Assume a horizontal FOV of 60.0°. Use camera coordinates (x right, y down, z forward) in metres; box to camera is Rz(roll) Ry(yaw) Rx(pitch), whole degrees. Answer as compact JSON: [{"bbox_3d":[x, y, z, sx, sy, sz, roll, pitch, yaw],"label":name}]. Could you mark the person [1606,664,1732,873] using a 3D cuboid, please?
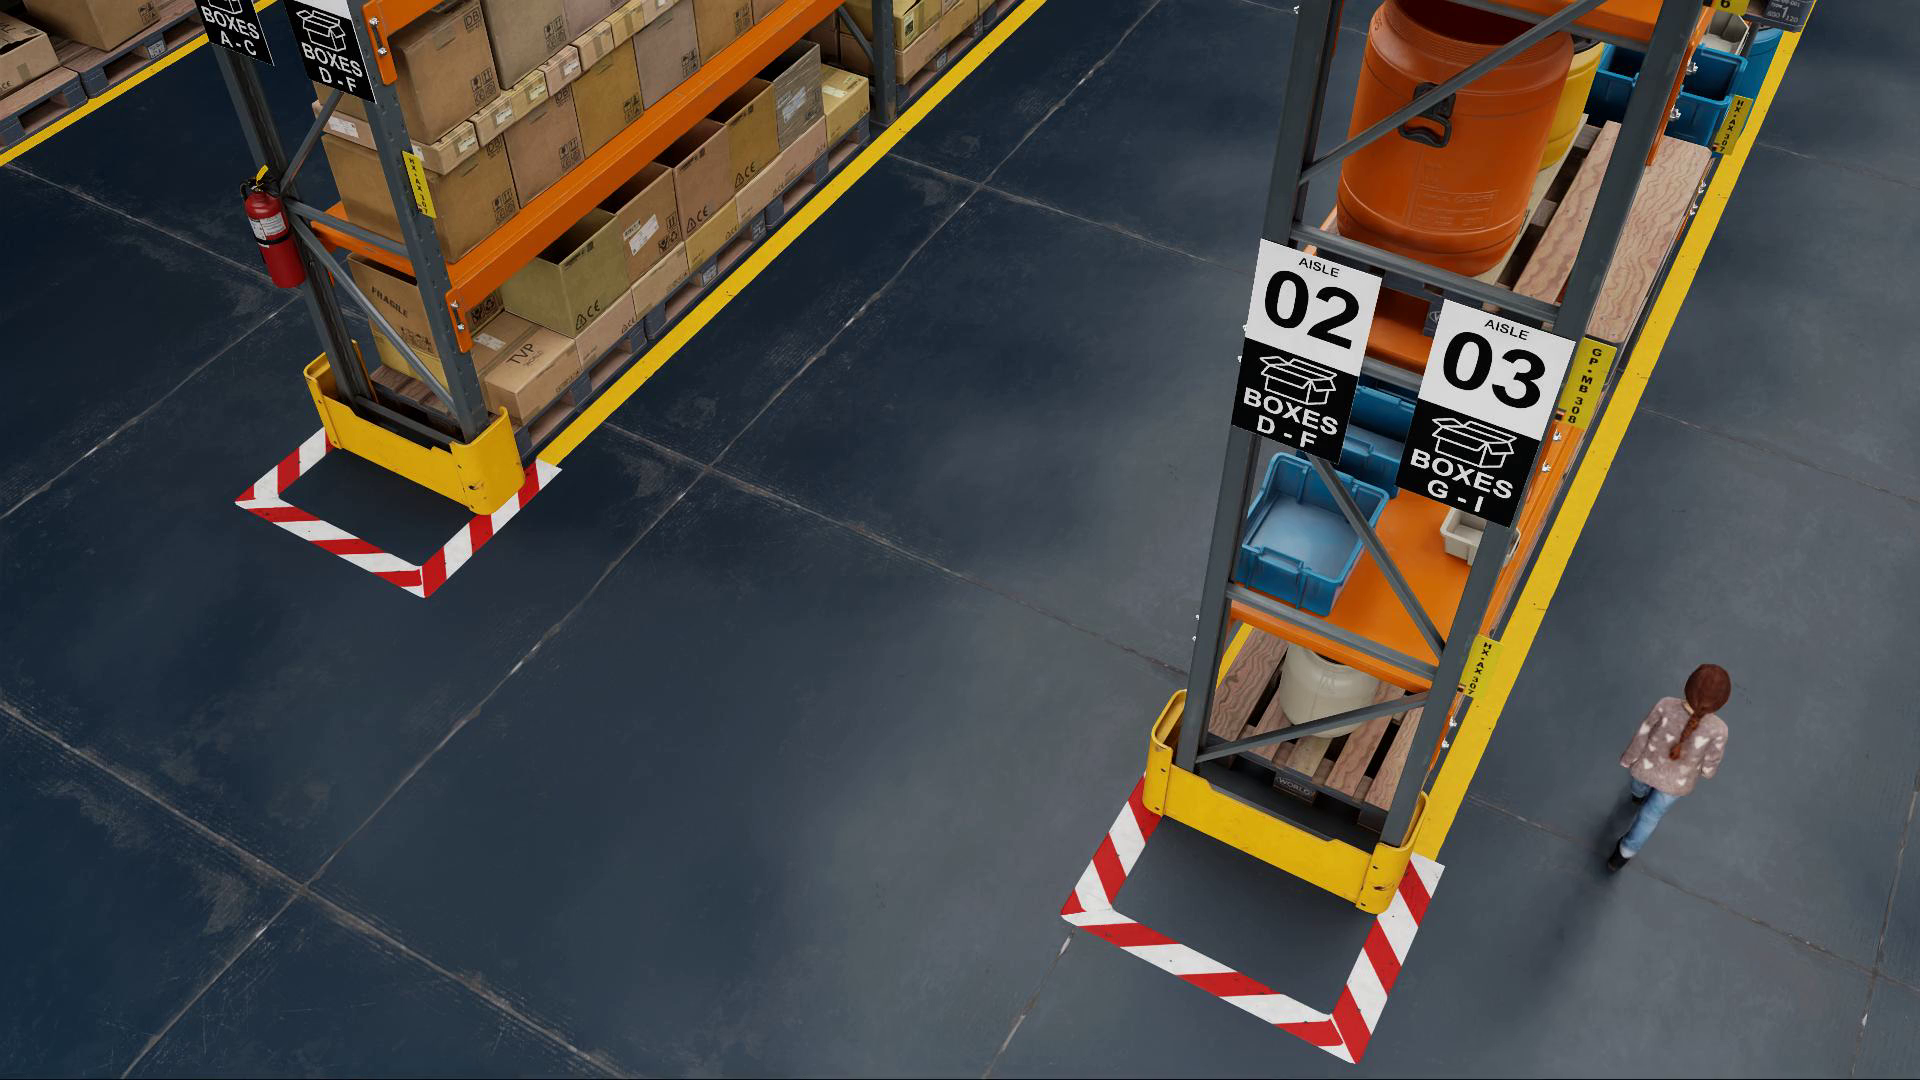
[{"bbox_3d":[2.926,0.982,6.932,0.551,1.167,0.806,28,53,23],"label":"person"}]
